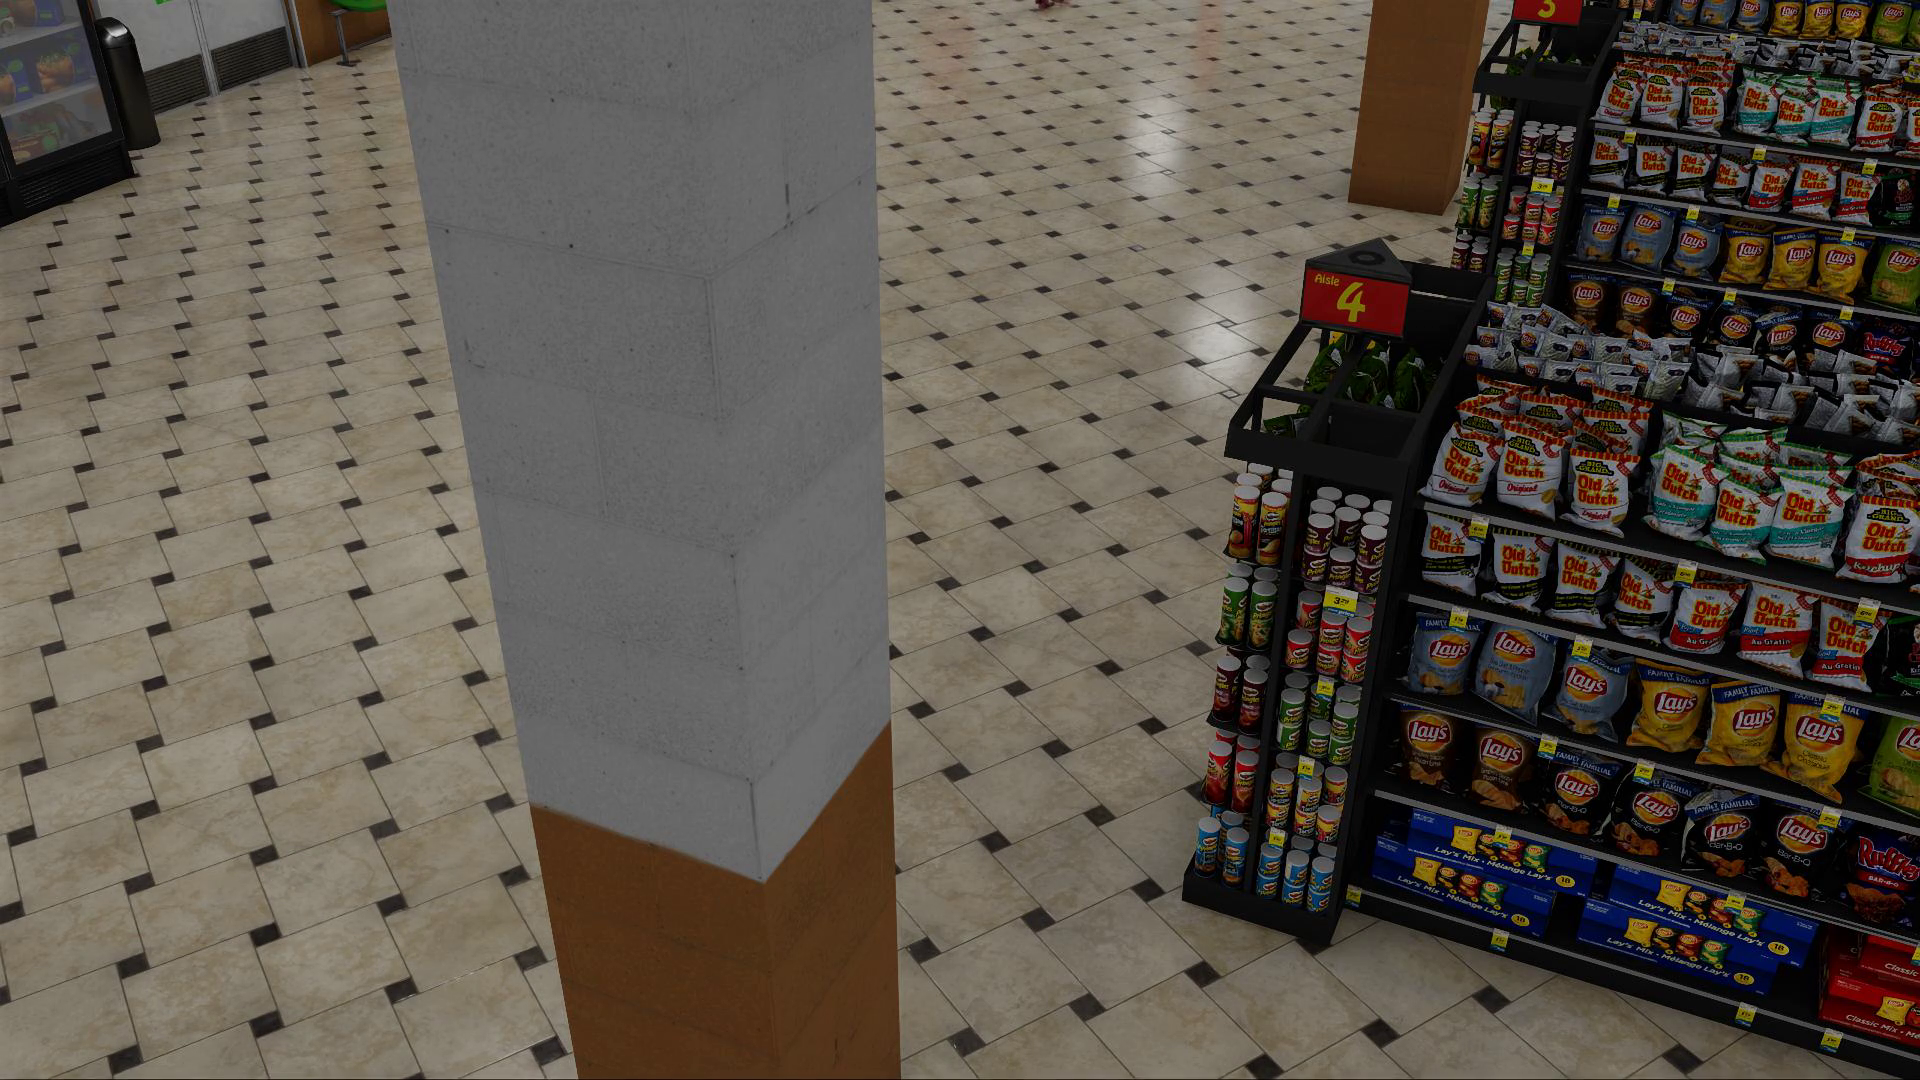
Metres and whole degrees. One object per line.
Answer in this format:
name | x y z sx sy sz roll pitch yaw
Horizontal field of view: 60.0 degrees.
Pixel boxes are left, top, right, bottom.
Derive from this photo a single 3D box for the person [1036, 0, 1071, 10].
person | 0.846 -6.136 16.623 0.654 1.619 0.783 27 41 36
